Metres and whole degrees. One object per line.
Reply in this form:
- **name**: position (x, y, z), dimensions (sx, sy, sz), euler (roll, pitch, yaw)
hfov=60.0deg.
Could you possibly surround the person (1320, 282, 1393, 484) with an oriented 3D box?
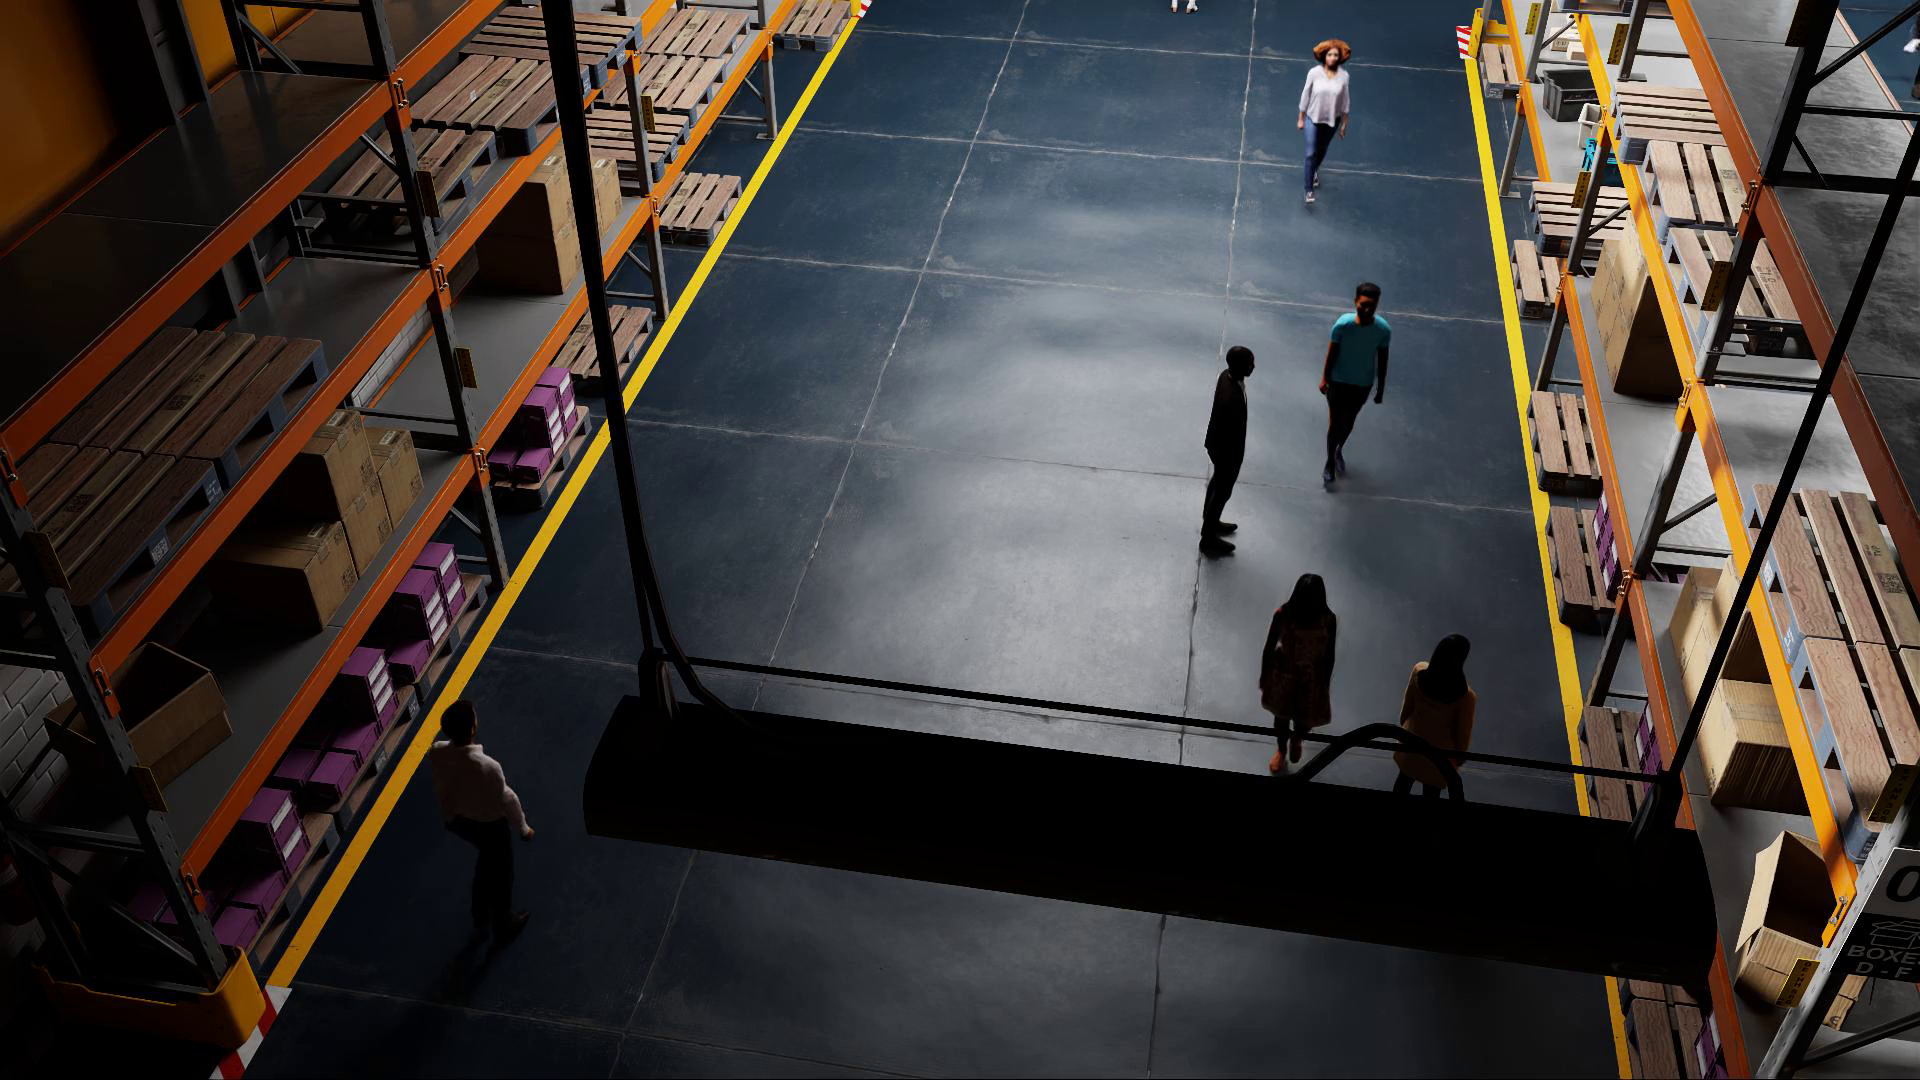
- **person**: position (3.162, -1.338, 13.465), dimensions (0.672, 1.761, 0.738), euler (3, 39, 4)

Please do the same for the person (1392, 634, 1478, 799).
- **person**: position (2.912, 1.248, 10.291), dimensions (0.732, 1.682, 0.711), euler (-31, 48, -32)

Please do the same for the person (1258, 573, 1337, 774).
- **person**: position (2.219, 0.824, 10.859), dimensions (0.696, 1.635, 0.671), euler (11, 40, 14)

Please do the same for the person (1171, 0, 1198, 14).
- **person**: position (2.932, -7.713, 21.397), dimensions (0.628, 1.826, 0.547), euler (11, 40, 13)

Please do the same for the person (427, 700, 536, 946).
- **person**: position (-2.799, 1.710, 9.572), dimensions (0.757, 1.858, 0.735), euler (19, 42, 22)

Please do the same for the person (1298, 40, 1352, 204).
- **person**: position (3.795, -4.439, 17.418), dimensions (0.729, 1.674, 1.140), euler (2, 39, 3)

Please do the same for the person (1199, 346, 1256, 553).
- **person**: position (2.010, -0.696, 12.631), dimensions (0.739, 1.800, 0.548), euler (2, 39, 2)
